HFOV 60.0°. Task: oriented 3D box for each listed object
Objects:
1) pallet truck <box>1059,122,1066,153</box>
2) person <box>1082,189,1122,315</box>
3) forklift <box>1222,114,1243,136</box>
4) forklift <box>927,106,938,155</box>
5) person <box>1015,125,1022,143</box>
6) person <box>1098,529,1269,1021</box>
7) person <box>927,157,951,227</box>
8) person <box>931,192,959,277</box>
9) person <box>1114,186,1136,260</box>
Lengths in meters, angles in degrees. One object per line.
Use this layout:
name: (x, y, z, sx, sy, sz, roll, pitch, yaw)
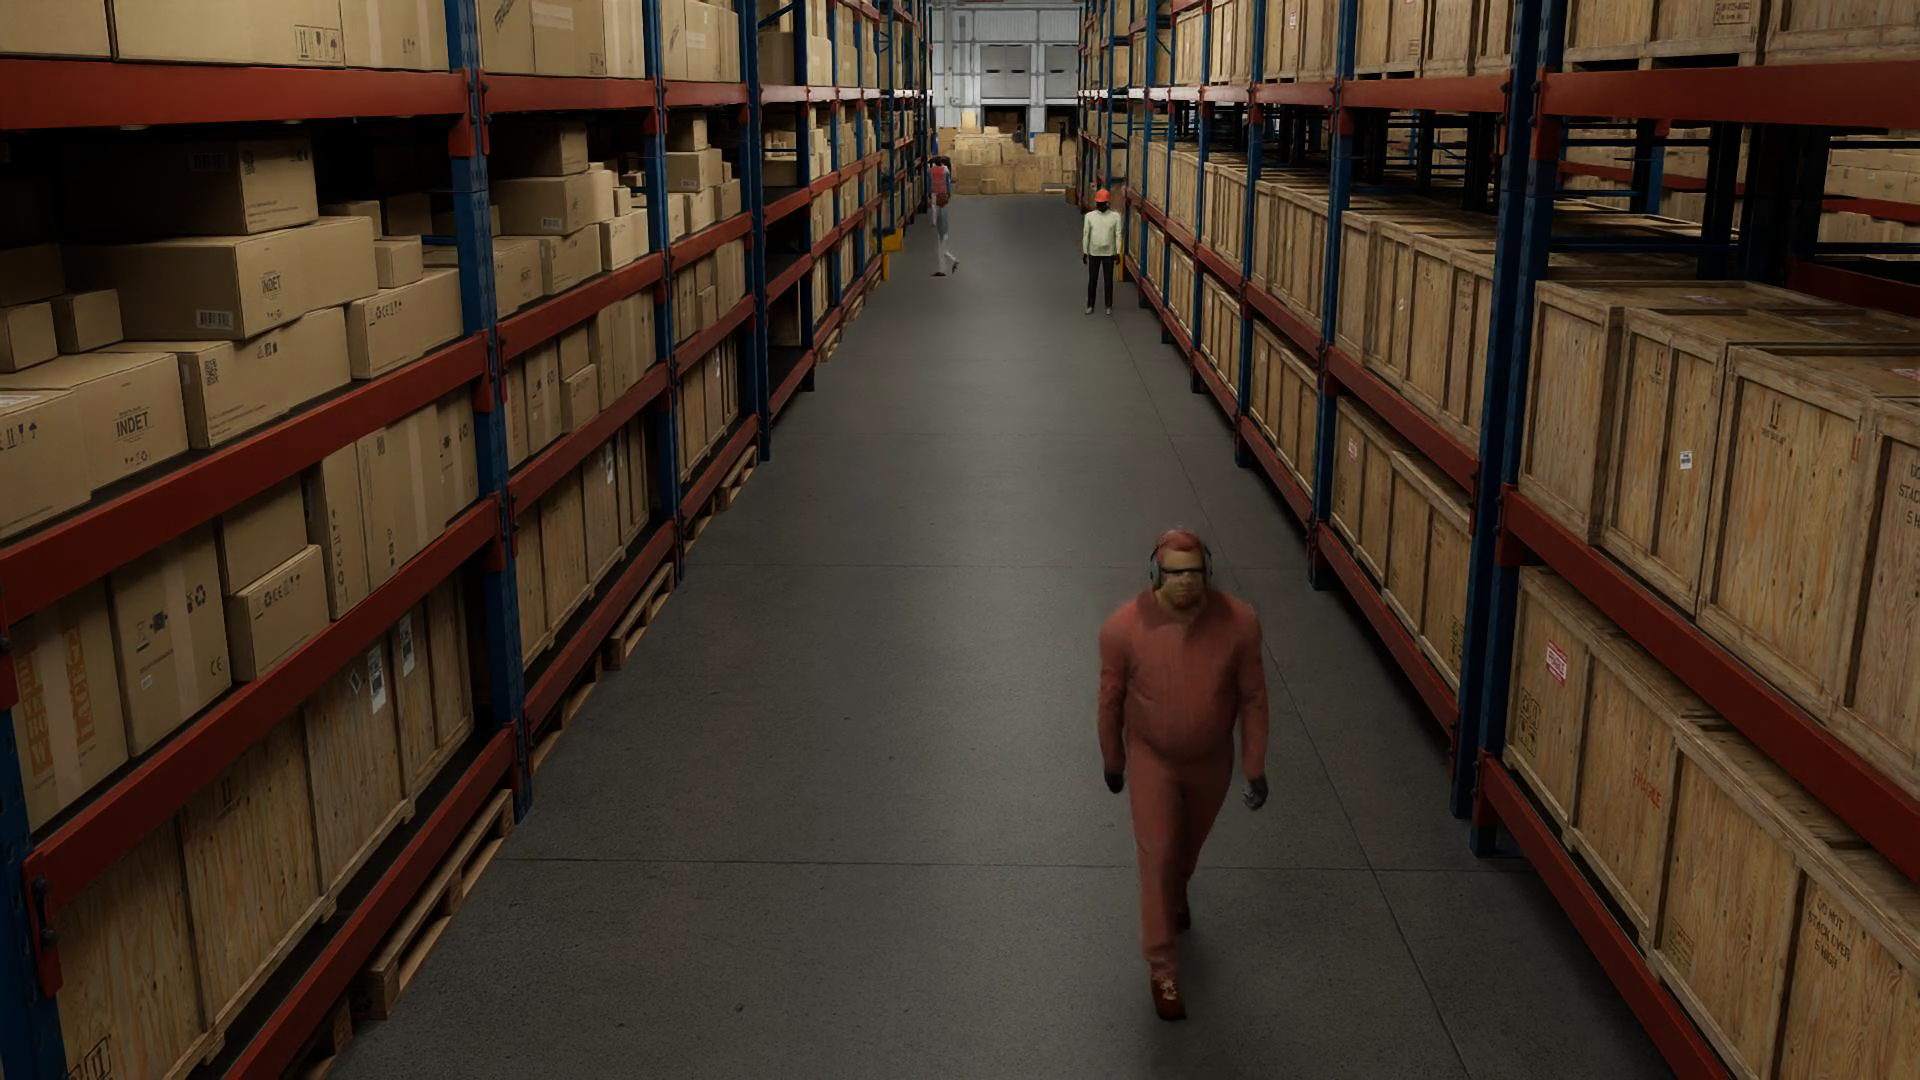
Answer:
pallet truck: (5.788, -21.111, 88.014, 1.885, 1.965, 0.823, 5, 16, 18)
person: (2.261, -4.588, 26.543, 0.623, 1.990, 0.392, 3, 15, 10)
forklift: (9.316, -13.264, 57.144, 1.873, 2.768, 1.129, -5, 16, -18)
forklift: (-1.527, -20.289, 83.281, 1.873, 2.768, 1.129, 8, 17, 27)
person: (2.936, -19.769, 83.133, 0.377, 1.940, 0.627, -1, 15, -3)
person: (0.868, 0.835, 6.625, 0.639, 1.866, 1.003, -2, 15, -7)
person: (-0.545, -9.195, 43.972, 0.627, 1.846, 0.429, 2, 15, 7)
person: (-0.301, -5.896, 32.103, 0.458, 1.619, 0.520, 1, 15, 5)
person: (3.649, -6.811, 35.074, 1.007, 1.849, 0.670, 7, 17, 24)
